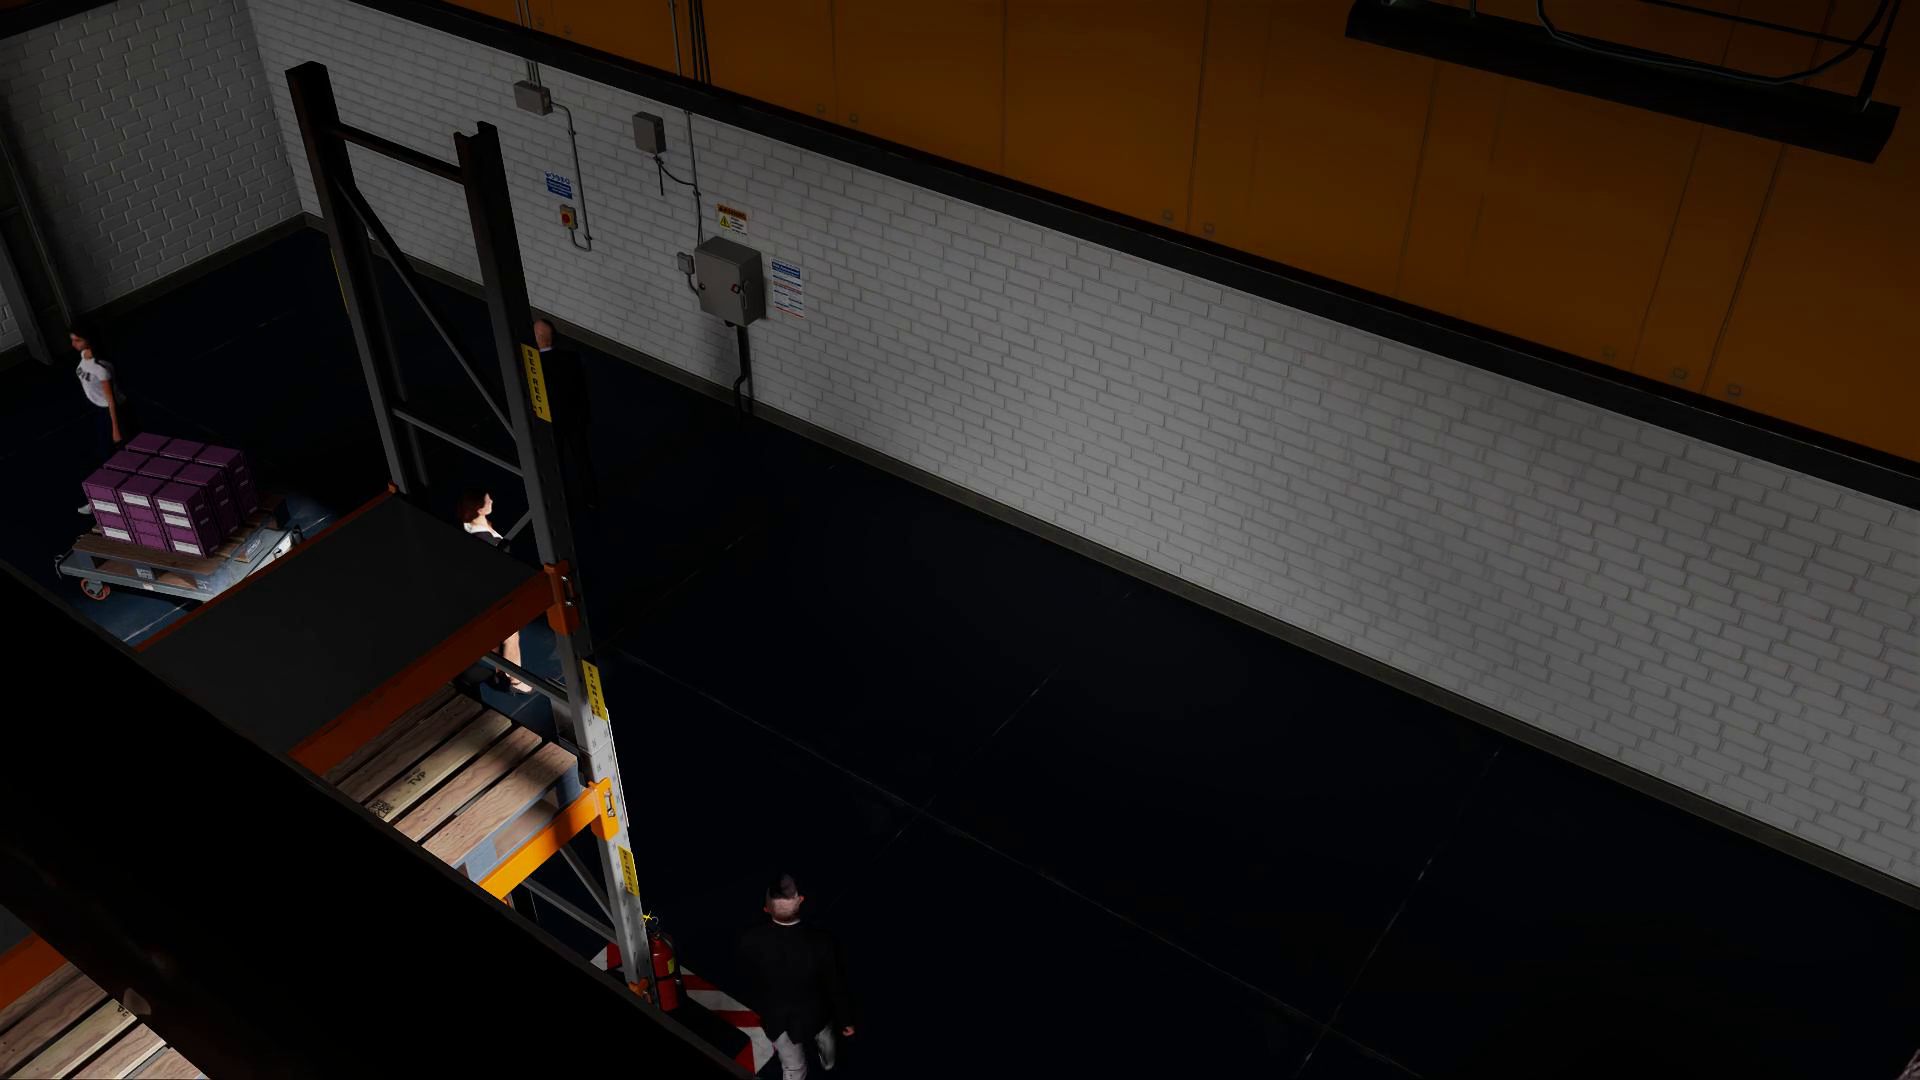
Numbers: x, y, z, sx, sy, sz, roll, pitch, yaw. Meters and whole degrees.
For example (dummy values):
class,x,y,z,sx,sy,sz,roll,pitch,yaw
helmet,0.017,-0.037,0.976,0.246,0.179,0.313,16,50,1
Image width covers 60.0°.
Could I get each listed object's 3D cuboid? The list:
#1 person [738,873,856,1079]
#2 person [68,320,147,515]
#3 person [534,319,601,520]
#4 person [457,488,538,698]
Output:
class,x,y,z,sx,sy,sz,roll,pitch,yaw
person,-0.888,2.553,8.823,1.144,1.913,1.282,2,39,3
person,-6.723,-1.027,13.456,1.203,1.726,0.752,-31,48,-33
person,-3.193,-0.959,13.314,0.684,1.797,0.827,-20,43,-23
person,-3.254,0.371,11.649,0.612,1.796,0.526,31,48,33
